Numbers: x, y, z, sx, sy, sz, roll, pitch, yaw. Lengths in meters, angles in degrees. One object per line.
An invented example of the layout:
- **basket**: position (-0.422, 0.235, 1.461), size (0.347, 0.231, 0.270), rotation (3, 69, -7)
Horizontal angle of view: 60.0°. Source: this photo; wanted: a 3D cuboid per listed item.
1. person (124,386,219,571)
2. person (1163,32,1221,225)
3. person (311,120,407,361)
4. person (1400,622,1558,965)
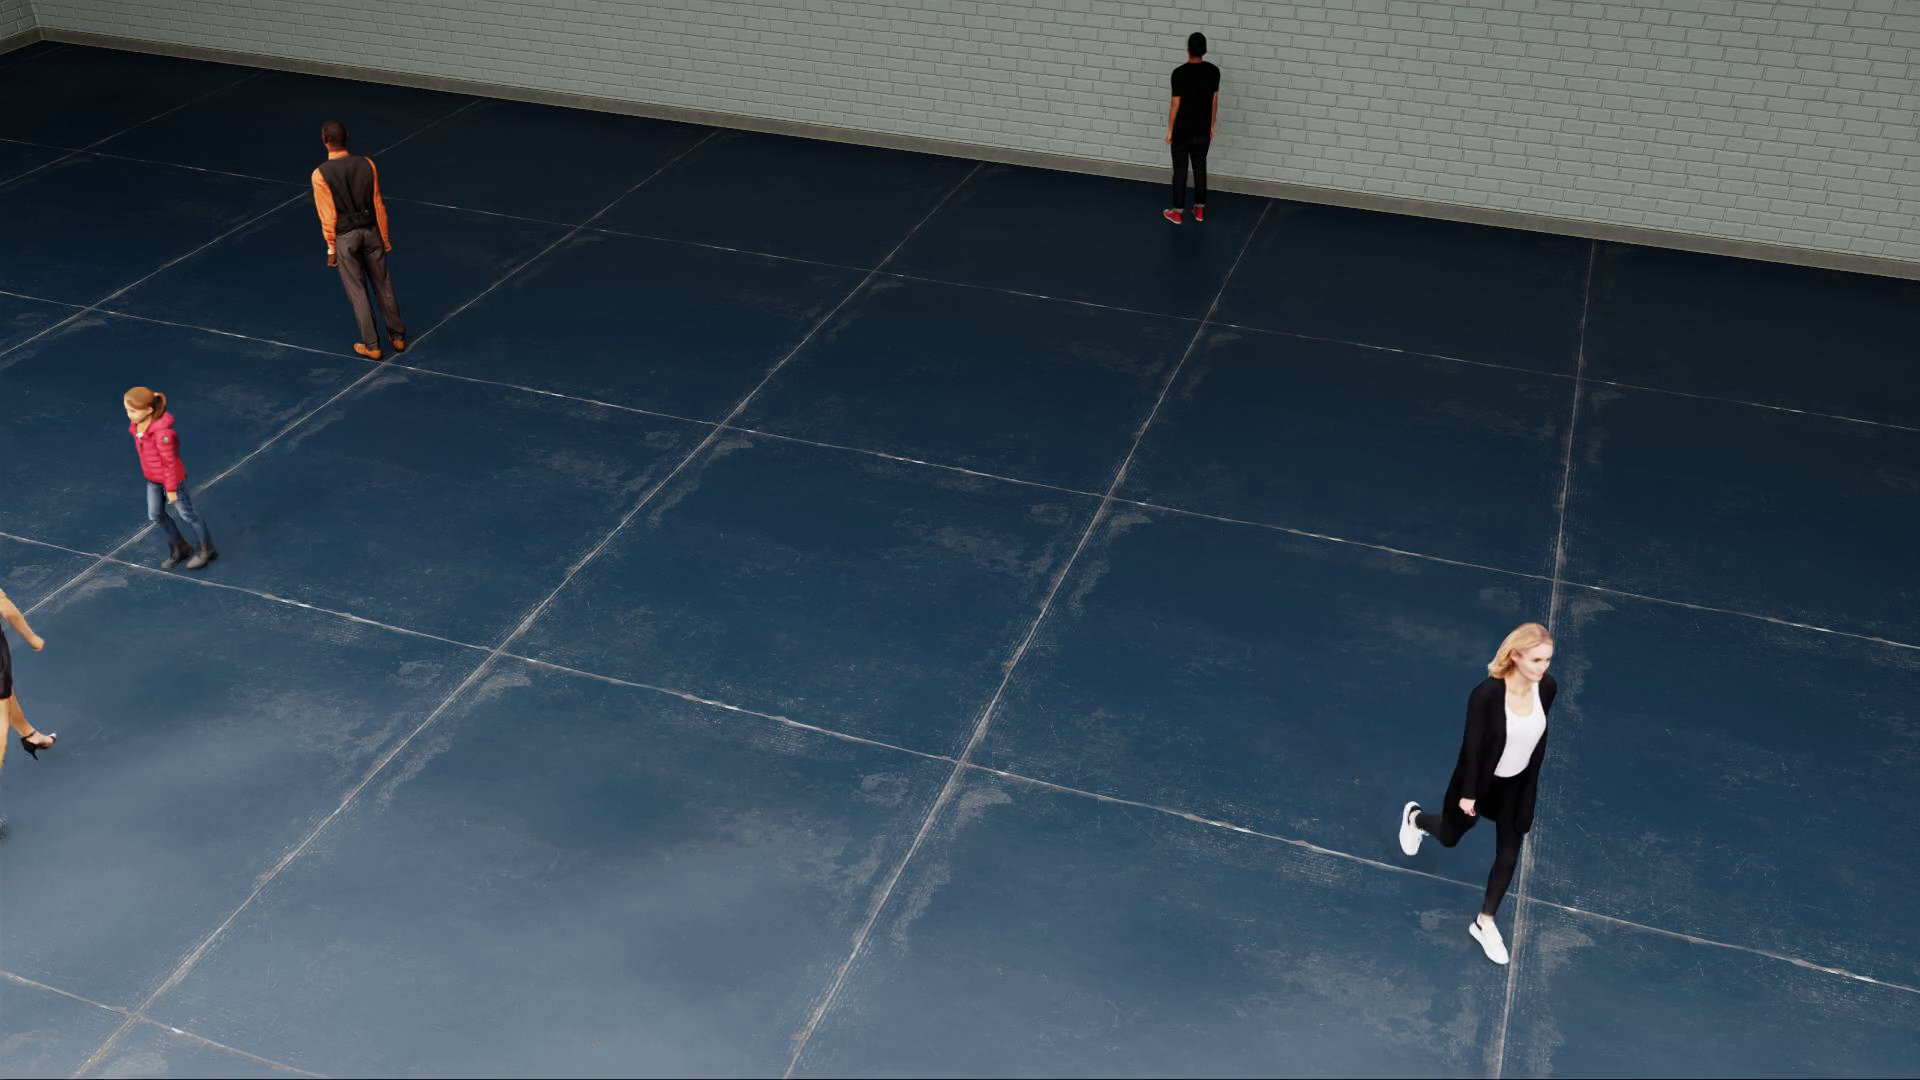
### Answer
- **person**: position (-4.979, -0.414, 10.572), size (0.543, 1.304, 0.570), rotation (15, 36, 22)
- **person**: position (2.135, -3.799, 15.363), size (0.711, 1.757, 0.736), rotation (-9, 34, -14)
- **person**: position (-4.698, -2.336, 12.976), size (0.724, 1.907, 0.854), rotation (-27, 42, -35)
- **person**: position (2.440, 1.100, 7.813), size (0.991, 1.775, 1.186), rotation (-8, 34, -11)
